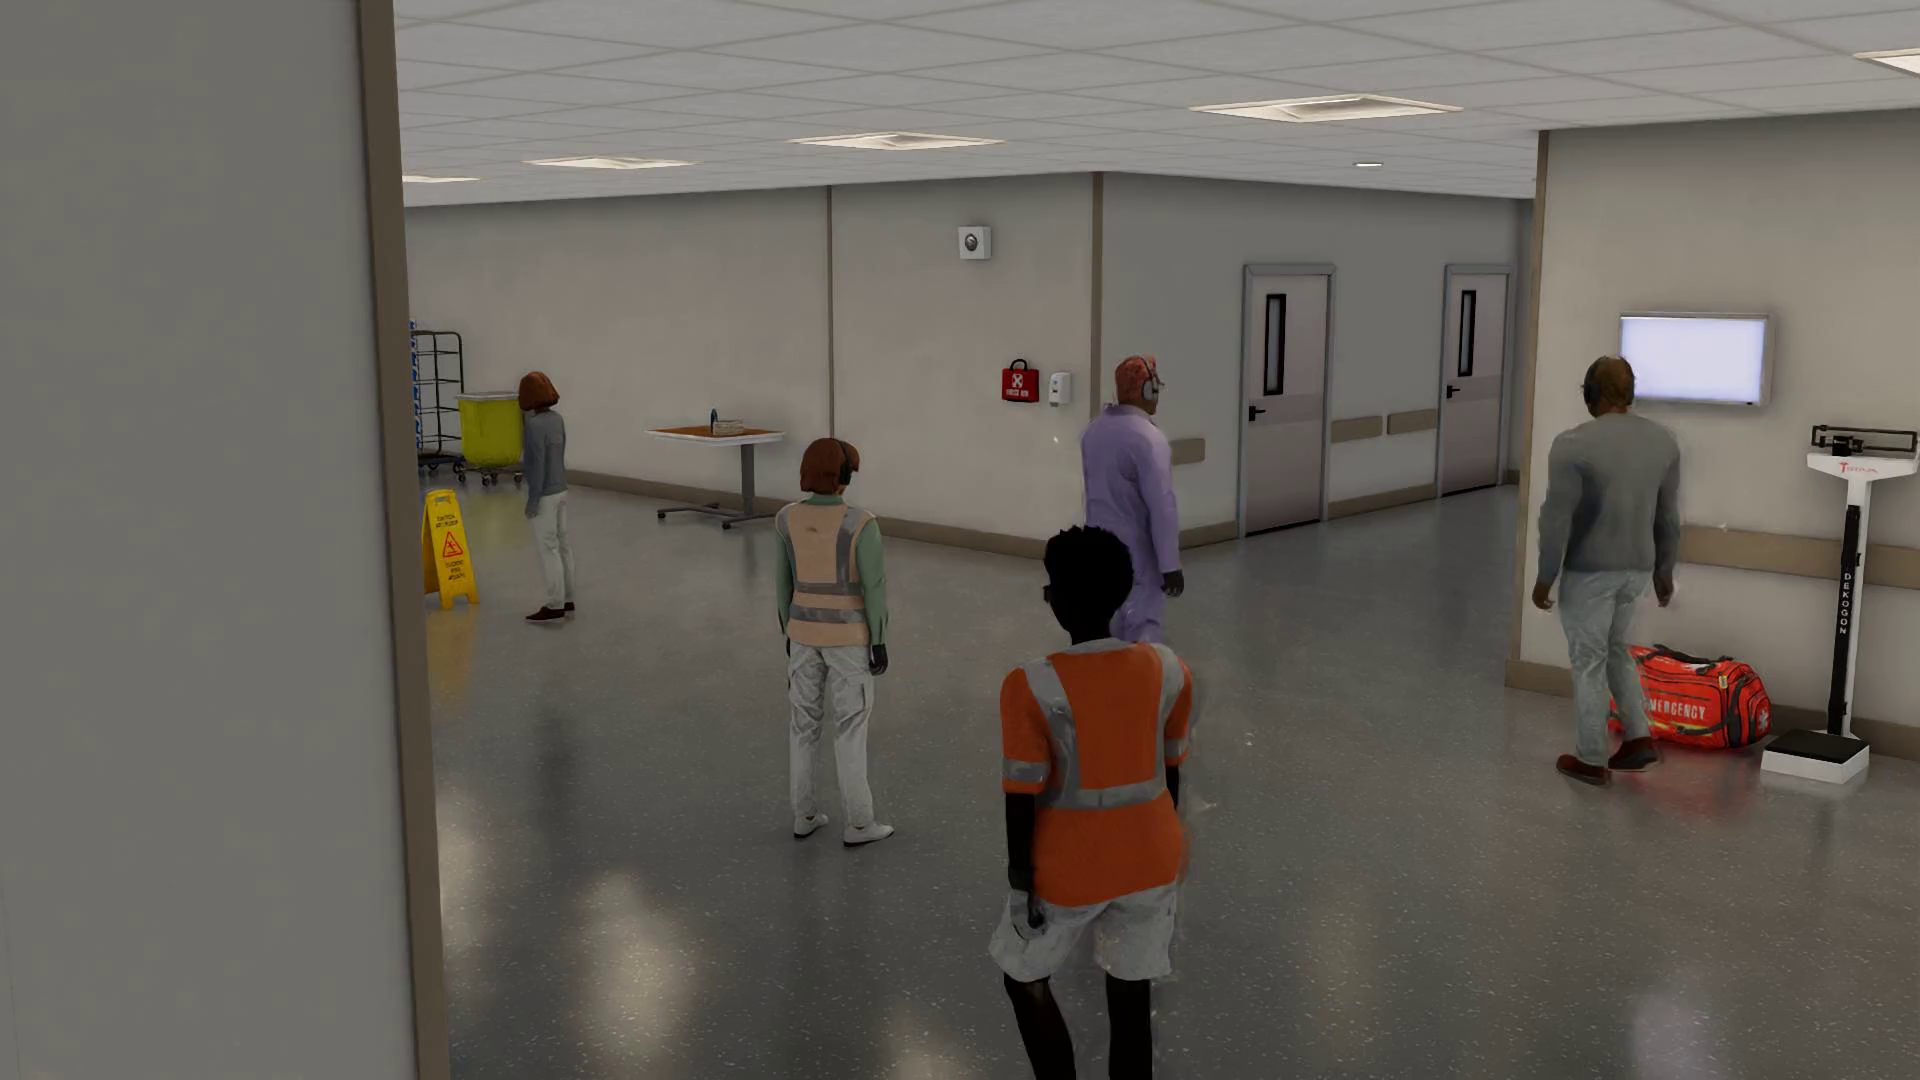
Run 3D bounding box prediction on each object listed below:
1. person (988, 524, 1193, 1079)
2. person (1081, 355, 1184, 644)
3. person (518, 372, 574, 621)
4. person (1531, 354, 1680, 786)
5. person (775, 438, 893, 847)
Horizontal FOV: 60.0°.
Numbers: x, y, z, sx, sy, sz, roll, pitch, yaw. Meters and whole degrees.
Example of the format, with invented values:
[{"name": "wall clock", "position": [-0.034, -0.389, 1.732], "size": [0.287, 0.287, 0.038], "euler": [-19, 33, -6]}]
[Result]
[{"name": "person", "position": [0.328, 0.804, 4.079], "size": [0.545, 1.688, 0.363], "euler": [-4, 10, -22]}, {"name": "person", "position": [0.836, 0.060, 8.024], "size": [0.419, 1.895, 0.667], "euler": [-3, 10, -18]}, {"name": "person", "position": [-2.720, -0.284, 10.898], "size": [0.284, 1.631, 0.502], "euler": [1, 9, 8]}, {"name": "person", "position": [2.868, 0.140, 7.406], "size": [0.645, 1.922, 0.415], "euler": [-3, 10, -20]}, {"name": "person", "position": [-0.511, 0.409, 6.642], "size": [0.511, 1.638, 0.308], "euler": [5, 11, 29]}]
